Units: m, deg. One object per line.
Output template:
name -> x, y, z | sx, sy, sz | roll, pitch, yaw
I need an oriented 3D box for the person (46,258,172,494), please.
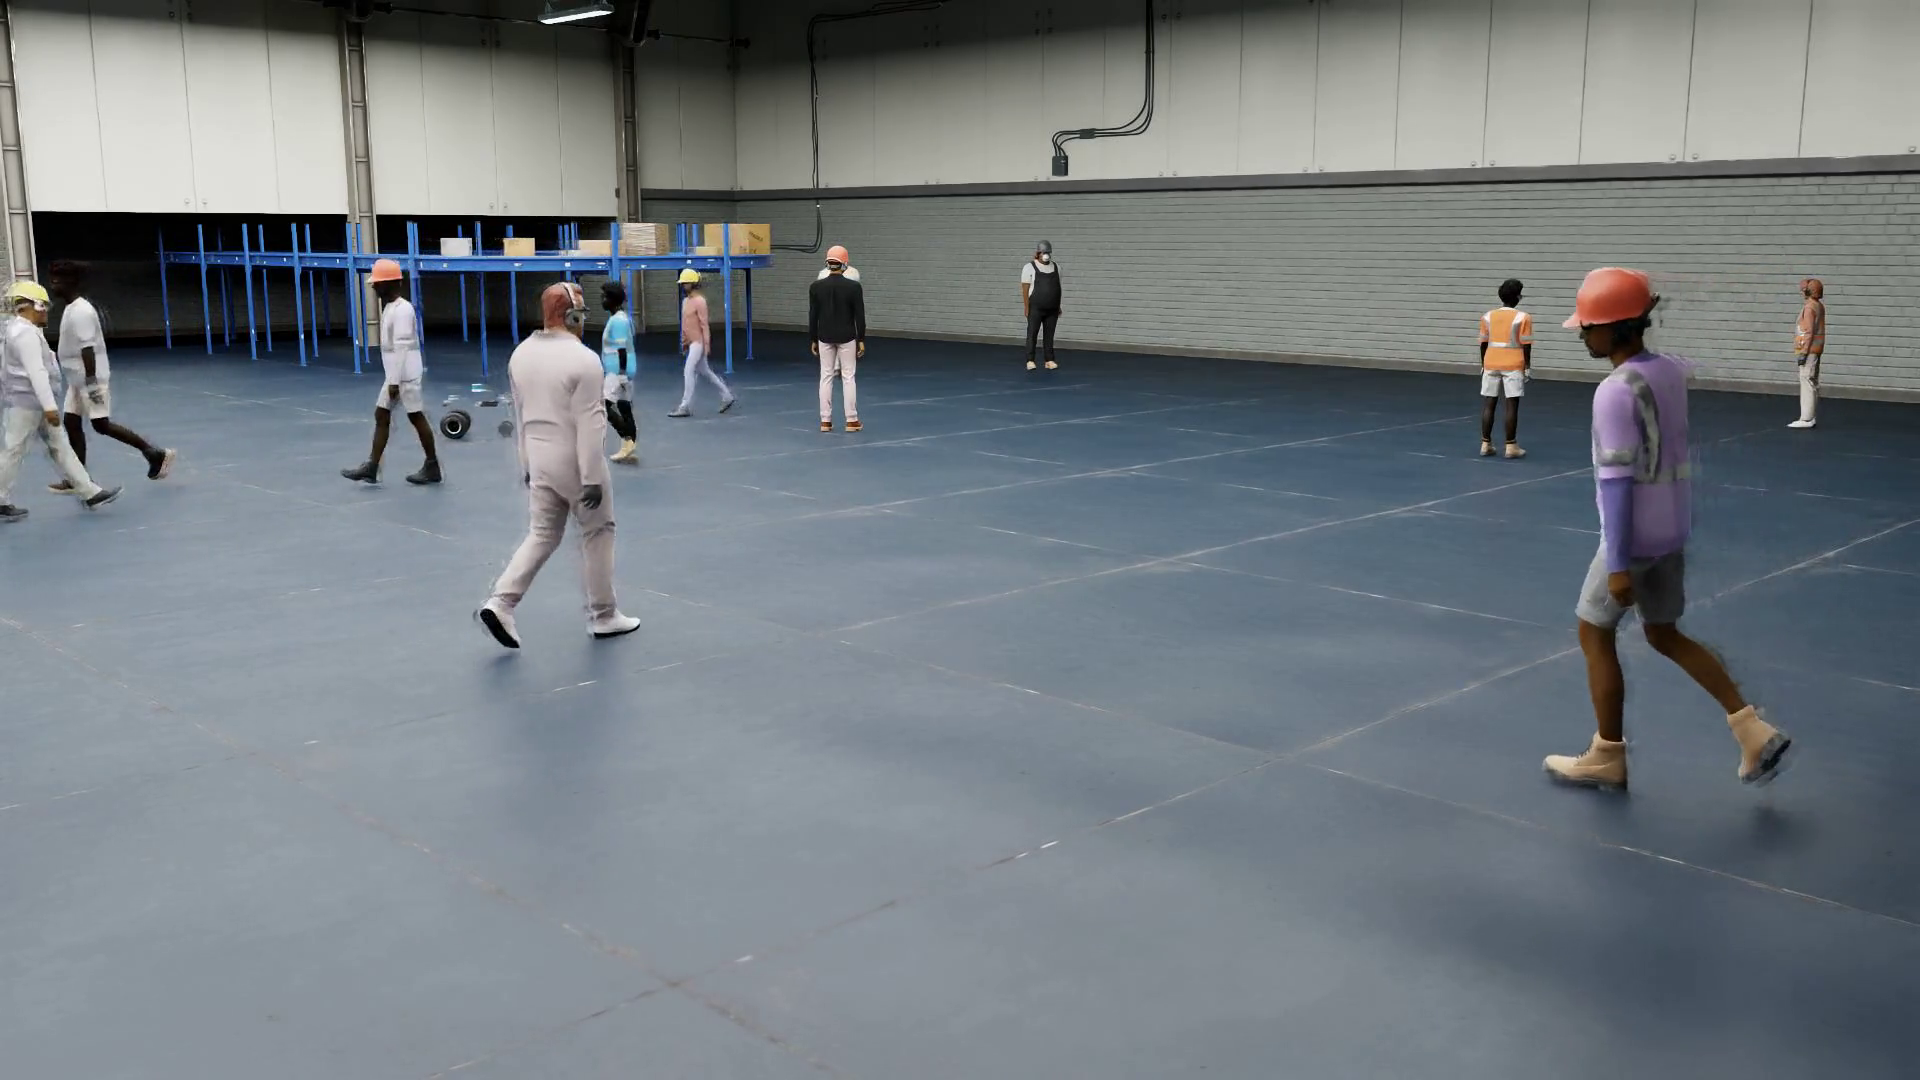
person -> -7.126, -1.366, 13.802 | 0.875, 1.936, 0.618 | -7, 12, -33

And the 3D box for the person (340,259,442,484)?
person -> -4.840, -1.397, 14.023 | 0.917, 1.896, 0.572 | -6, 12, -31

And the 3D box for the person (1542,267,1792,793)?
person -> 2.643, -0.009, 6.198 | 0.648, 1.998, 0.831 | -10, 14, -44

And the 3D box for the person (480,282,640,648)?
person -> -2.076, -0.383, 8.568 | 0.655, 1.877, 0.860 | 7, 13, 34

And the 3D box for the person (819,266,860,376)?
person -> -1.828, -3.473, 25.274 | 0.652, 1.921, 0.620 | 1, 10, 3

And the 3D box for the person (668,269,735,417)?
person -> -3.048, -2.335, 19.628 | 0.866, 1.733, 0.534 | -6, 12, -30

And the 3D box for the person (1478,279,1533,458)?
person -> 5.226, -1.646, 15.940 | 0.317, 1.695, 0.540 | -10, 14, -42

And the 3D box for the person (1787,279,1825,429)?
person -> 9.336, -2.048, 18.300 | 0.311, 1.636, 0.521 | 8, 13, 37

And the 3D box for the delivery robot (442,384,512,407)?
delivery robot -> -5.124, -1.542, 17.640 | 0.698, 0.223, 0.335 | -2, 11, -11

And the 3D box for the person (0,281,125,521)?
person -> -6.889, -1.044, 12.480 | 0.961, 1.761, 0.645 | -6, 12, -28

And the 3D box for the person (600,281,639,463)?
person -> -3.182, -1.548, 15.440 | 0.380, 1.685, 0.535 | -2, 11, -9

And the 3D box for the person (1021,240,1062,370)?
person -> 1.340, -3.710, 26.373 | 0.682, 2.000, 0.536 | -4, 11, -21

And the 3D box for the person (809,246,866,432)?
person -> -1.323, -2.179, 18.032 | 0.622, 1.993, 0.382 | 2, 11, 9
